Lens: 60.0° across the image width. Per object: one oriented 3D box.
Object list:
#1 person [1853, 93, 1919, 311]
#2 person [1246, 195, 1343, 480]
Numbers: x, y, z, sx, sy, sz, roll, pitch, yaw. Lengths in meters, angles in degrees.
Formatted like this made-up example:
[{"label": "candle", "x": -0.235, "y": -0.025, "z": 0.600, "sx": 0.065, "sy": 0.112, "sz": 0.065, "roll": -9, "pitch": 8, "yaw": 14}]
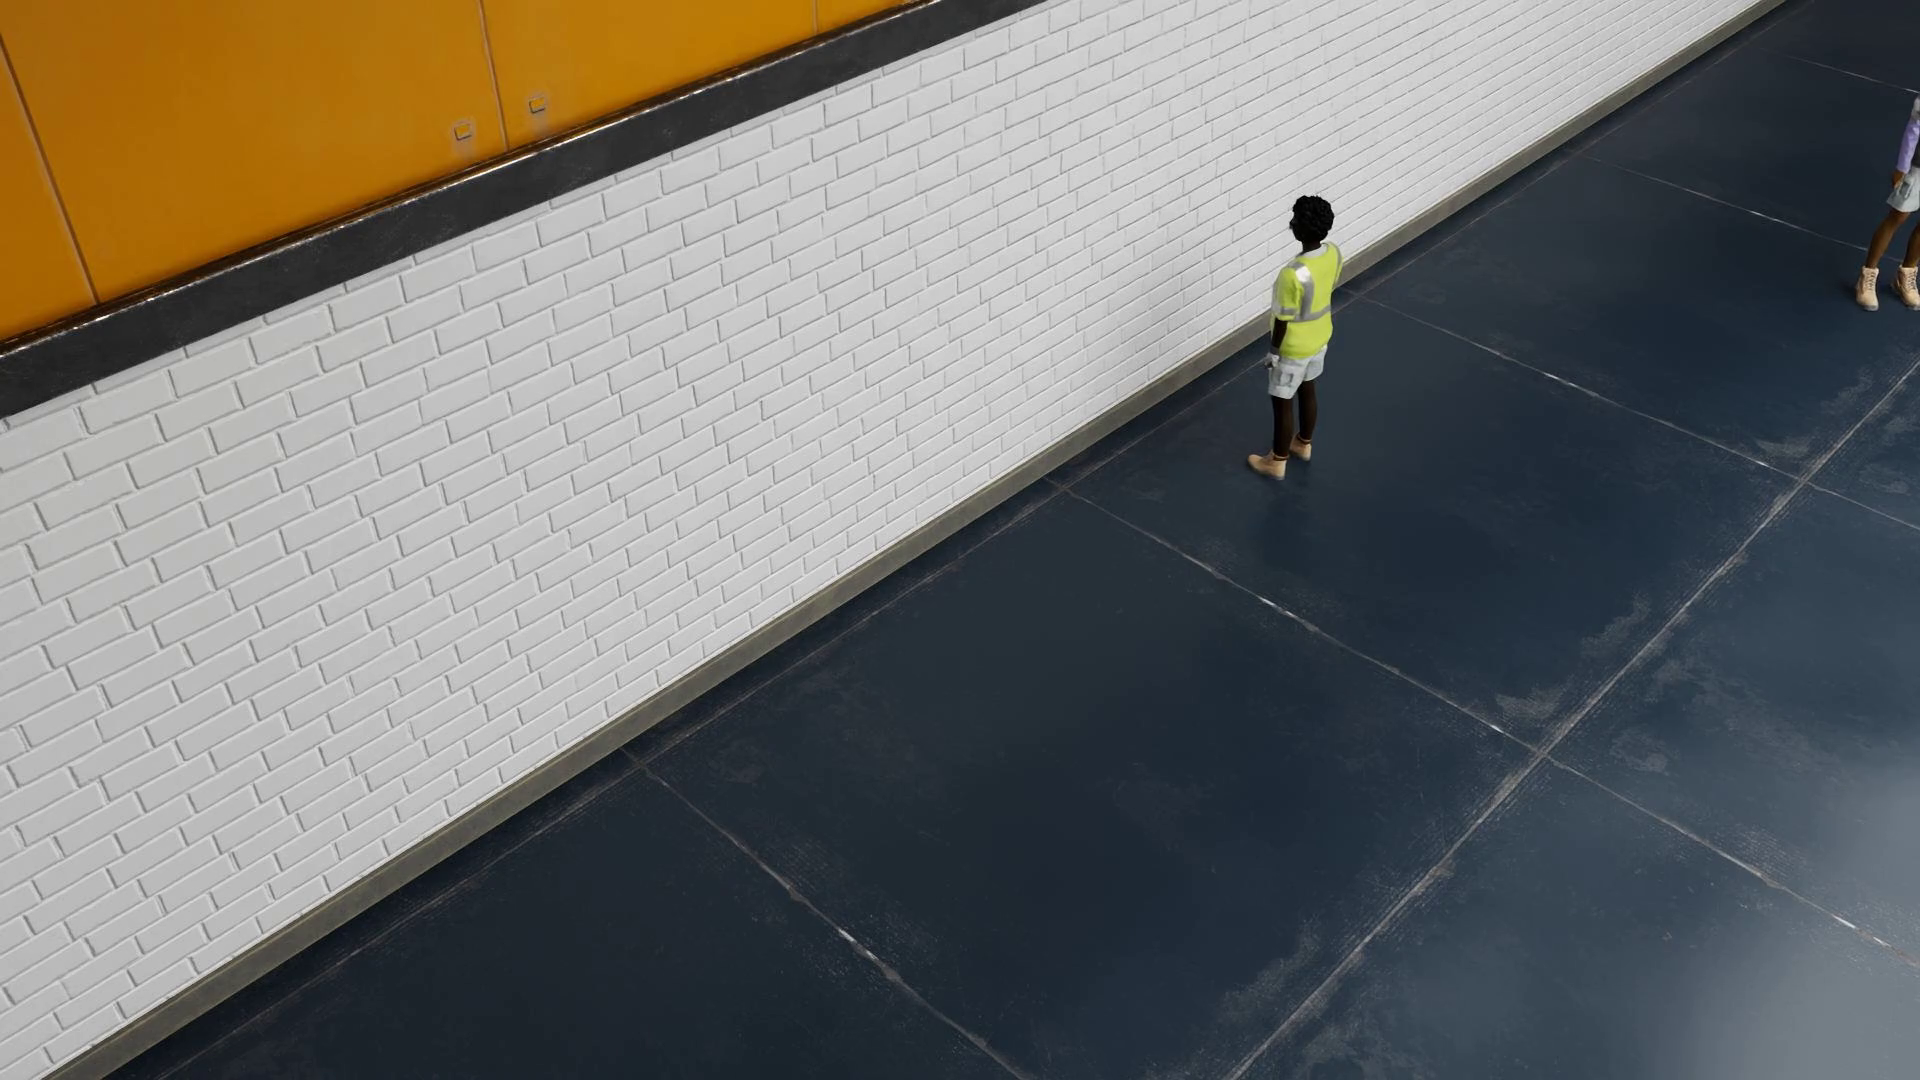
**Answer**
[{"label": "person", "x": 6.218, "y": -2.388, "z": 10.491, "sx": 0.607, "sy": 2.040, "sz": 0.391, "roll": 0, "pitch": 39, "yaw": 1}, {"label": "person", "x": 1.864, "y": -1.109, "z": 9.168, "sx": 0.321, "sy": 1.688, "sz": 0.528, "roll": 27, "pitch": 46, "yaw": 30}]
